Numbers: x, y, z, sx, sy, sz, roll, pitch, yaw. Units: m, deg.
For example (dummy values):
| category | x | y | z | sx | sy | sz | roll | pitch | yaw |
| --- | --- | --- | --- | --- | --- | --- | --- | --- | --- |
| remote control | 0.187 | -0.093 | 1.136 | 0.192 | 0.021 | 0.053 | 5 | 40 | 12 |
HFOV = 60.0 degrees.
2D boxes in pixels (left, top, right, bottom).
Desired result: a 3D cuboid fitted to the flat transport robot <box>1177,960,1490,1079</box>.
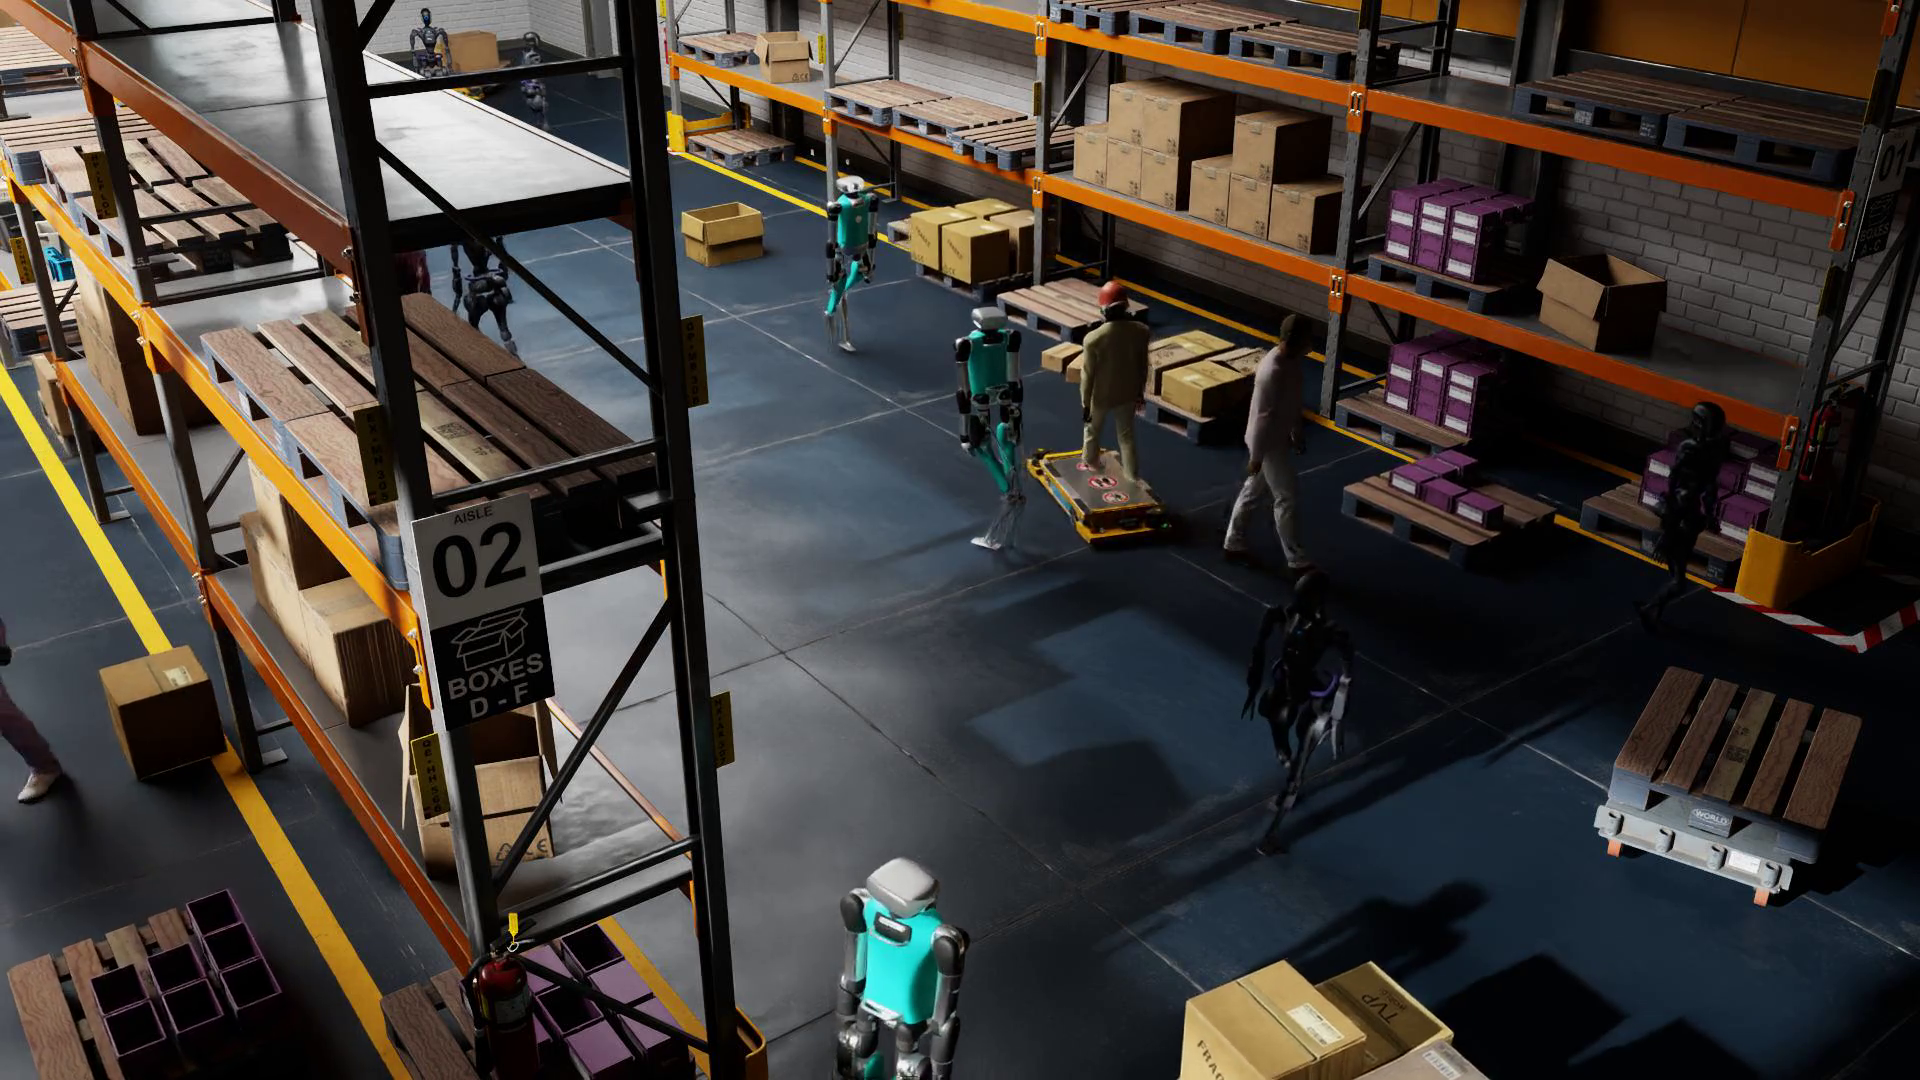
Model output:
| category | x | y | z | sx | sy | sz | roll | pitch | yaw |
| --- | --- | --- | --- | --- | --- | --- | --- | --- | --- |
| flat transport robot | 1.650 | 2.628 | 6.761 | 1.431 | 0.231 | 0.659 | -14 | 30 | -26 |

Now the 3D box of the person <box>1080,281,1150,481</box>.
| category | x | y | z | sx | sy | sz | roll | pitch | yaw |
| --- | --- | --- | --- | --- | --- | --- | --- | --- | --- |
| person | 1.163 | -1.124 | 12.596 | 0.579 | 1.723 | 0.738 | -9 | 28 | -18 |

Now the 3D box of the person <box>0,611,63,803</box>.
| category | x | y | z | sx | sy | sz | roll | pitch | yaw |
| --- | --- | --- | --- | --- | --- | --- | --- | --- | --- |
| person | -5.504 | 0.610 | 9.009 | 0.738 | 1.861 | 0.414 | -6 | 27 | -11 |

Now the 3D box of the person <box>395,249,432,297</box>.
| category | x | y | z | sx | sy | sz | roll | pitch | yaw |
| --- | --- | --- | --- | --- | --- | --- | --- | --- | --- |
| person | -4.569 | -1.873 | 13.924 | 0.992 | 1.874 | 0.559 | 1 | 27 | 2 |

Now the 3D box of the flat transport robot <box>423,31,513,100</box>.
| category | x | y | z | sx | sy | sz | roll | pitch | yaw |
| --- | --- | --- | --- | --- | --- | --- | --- | --- | --- |
| flat transport robot | -7.729 | -7.159 | 26.227 | 0.659 | 0.231 | 1.431 | 0 | 27 | 1 |

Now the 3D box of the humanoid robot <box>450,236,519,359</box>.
| category | x | y | z | sx | sy | sz | roll | pitch | yaw |
| --- | --- | --- | --- | --- | --- | --- | --- | --- | --- |
| humanoid robot | -4.262 | -2.238 | 14.928 | 0.762 | 1.638 | 0.589 | 21 | 34 | 36 |

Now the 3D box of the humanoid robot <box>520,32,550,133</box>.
| category | x | y | z | sx | sy | sz | roll | pitch | yaw |
| --- | --- | --- | --- | --- | --- | --- | --- | --- | --- |
| humanoid robot | -5.715 | -5.959 | 22.287 | 0.380 | 1.638 | 0.599 | -17 | 32 | -31 |

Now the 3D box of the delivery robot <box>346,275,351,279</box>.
| category | x | y | z | sx | sy | sz | roll | pitch | yaw |
| --- | --- | --- | --- | --- | --- | --- | --- | --- | --- |
| delivery robot | -6.522 | -3.054 | 17.762 | 0.800 | 0.611 | 0.499 | 15 | 31 | 28 |

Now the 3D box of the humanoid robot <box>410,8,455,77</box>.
| category | x | y | z | sx | sy | sz | roll | pitch | yaw |
| --- | --- | --- | --- | --- | --- | --- | --- | --- | --- |
| humanoid robot | -7.566 | -6.780 | 23.890 | 0.599 | 1.657 | 0.315 | -12 | 29 | -22 |

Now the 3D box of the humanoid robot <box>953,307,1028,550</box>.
| category | x | y | z | sx | sy | sz | roll | pitch | yaw |
| --- | --- | --- | --- | --- | --- | --- | --- | --- | --- |
| humanoid robot | 0.317 | -0.700 | 11.792 | 0.534 | 1.833 | 0.735 | -16 | 31 | -28 |

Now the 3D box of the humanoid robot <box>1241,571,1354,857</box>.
| category | x | y | z | sx | sy | sz | roll | pitch | yaw |
| --- | --- | --- | --- | --- | --- | --- | --- | --- | --- |
| humanoid robot | 1.749 | 0.863 | 8.728 | 0.608 | 1.626 | 0.711 | 18 | 32 | 31 |

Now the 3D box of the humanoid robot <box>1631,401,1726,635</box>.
| category | x | y | z | sx | sy | sz | roll | pitch | yaw |
| --- | --- | --- | --- | --- | --- | --- | --- | --- | --- |
| humanoid robot | 4.663 | -0.128 | 10.681 | 0.608 | 1.648 | 0.343 | -19 | 32 | -33 |

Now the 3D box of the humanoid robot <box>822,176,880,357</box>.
| category | x | y | z | sx | sy | sz | roll | pitch | yaw |
| --- | --- | --- | --- | --- | --- | --- | --- | --- | --- |
| humanoid robot | -1.106 | -2.487 | 15.419 | 0.544 | 1.874 | 0.765 | -18 | 32 | -32 |

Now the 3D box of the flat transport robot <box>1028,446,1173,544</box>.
| category | x | y | z | sx | sy | sz | roll | pitch | yaw |
| --- | --- | --- | --- | --- | --- | --- | --- | --- | --- |
| flat transport robot | 1.052 | -0.378 | 12.739 | 0.659 | 0.231 | 1.431 | -8 | 28 | -15 |

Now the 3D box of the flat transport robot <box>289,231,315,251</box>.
| category | x | y | z | sx | sy | sz | roll | pitch | yaw |
| --- | --- | --- | --- | --- | --- | --- | --- | --- | --- |
| flat transport robot | -7.943 | -3.307 | 18.566 | 1.431 | 0.231 | 0.659 | 16 | 31 | 29 |

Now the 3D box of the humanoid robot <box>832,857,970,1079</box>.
| category | x | y | z | sx | sy | sz | roll | pitch | yaw |
| --- | --- | --- | --- | --- | --- | --- | --- | --- | --- |
| humanoid robot | -0.360 | 2.095 | 6.198 | 0.531 | 1.772 | 0.842 | 16 | 31 | 29 |

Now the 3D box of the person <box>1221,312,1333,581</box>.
| category | x | y | z | sx | sy | sz | roll | pitch | yaw |
| --- | --- | --- | --- | --- | --- | --- | --- | --- | --- |
| person | 2.279 | -0.636 | 11.439 | 0.931 | 1.897 | 0.639 | 10 | 28 | 19 |
